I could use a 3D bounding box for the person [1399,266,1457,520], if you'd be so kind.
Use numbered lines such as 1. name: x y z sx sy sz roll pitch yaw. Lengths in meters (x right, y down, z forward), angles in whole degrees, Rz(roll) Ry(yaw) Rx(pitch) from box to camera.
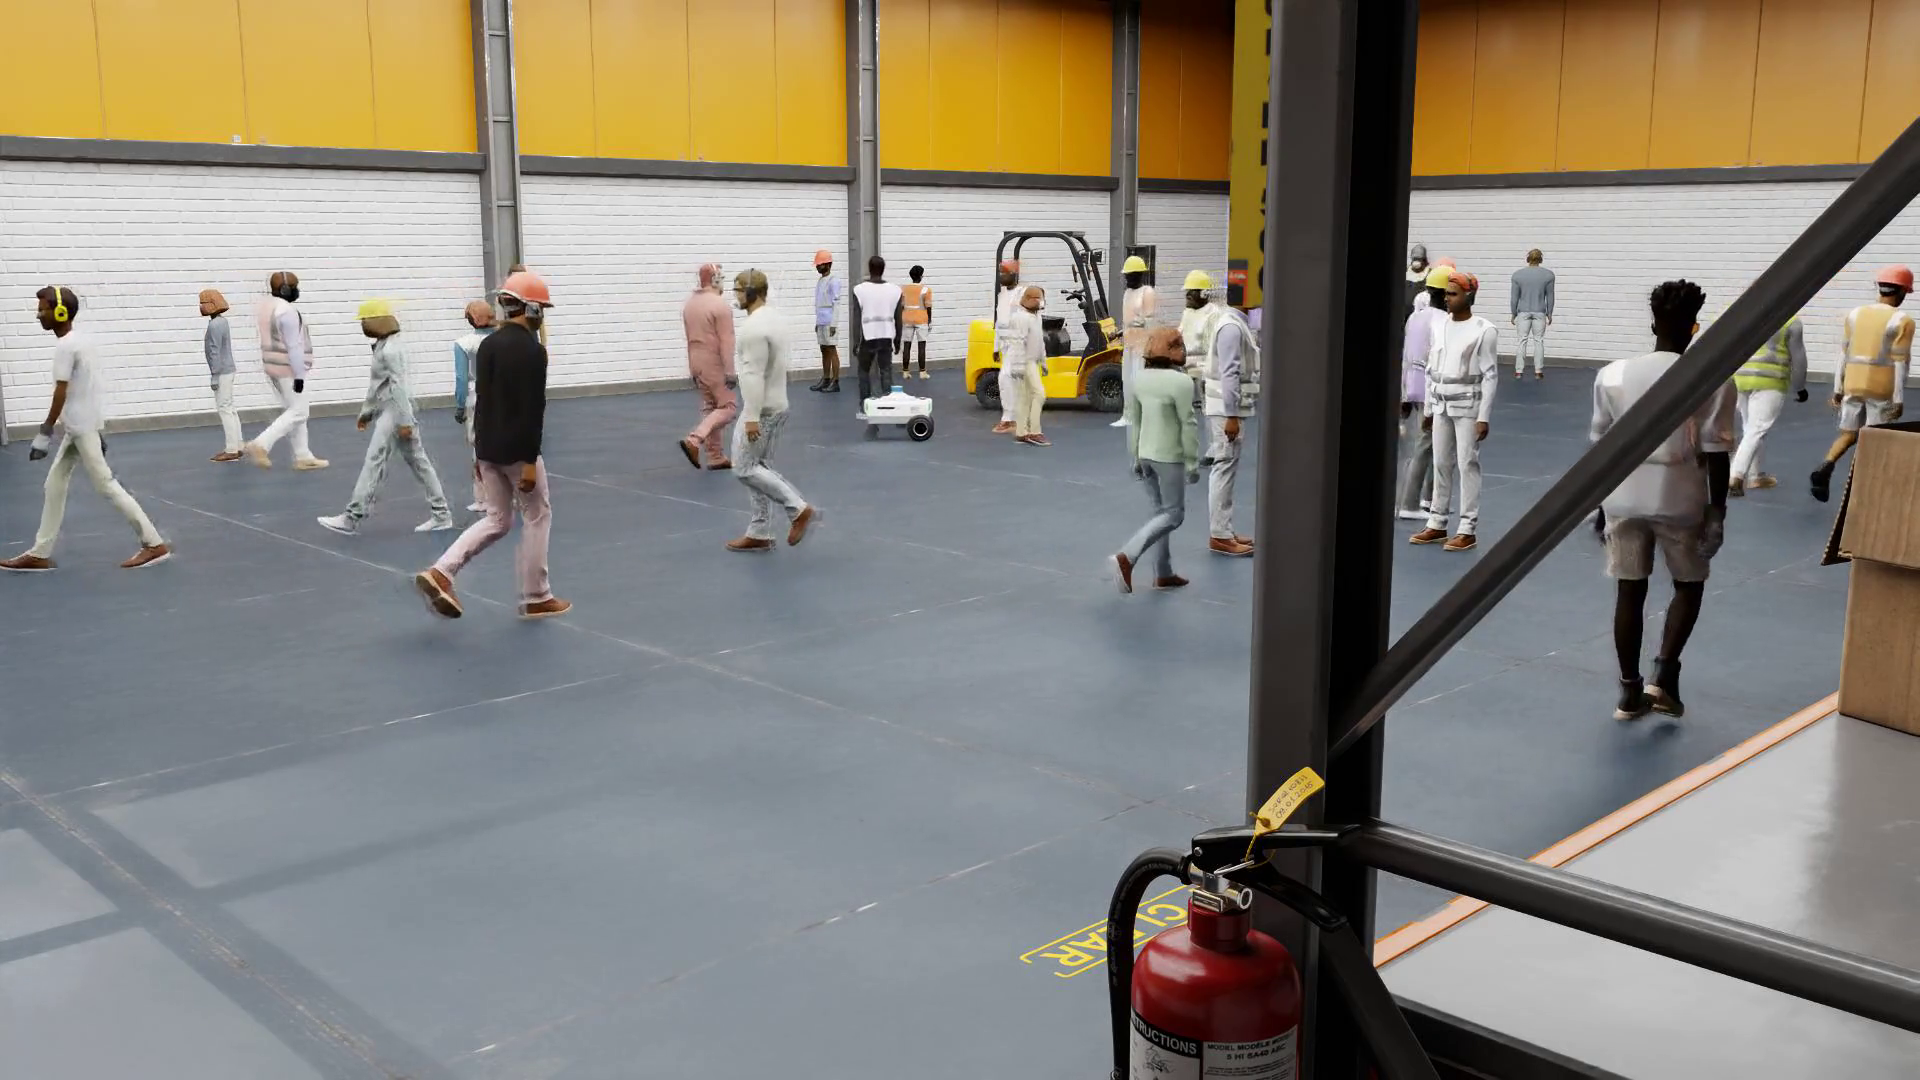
1. person: 3.597 -1.089 12.469 0.685 1.904 0.606 -2 11 -9

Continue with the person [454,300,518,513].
1. person: -3.650 -1.028 12.848 0.513 1.640 0.311 -9 14 -40

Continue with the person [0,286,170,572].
1. person: -5.594 -0.688 10.550 1.000 1.813 0.535 -5 12 -26

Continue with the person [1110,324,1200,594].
1. person: 1.152 -0.468 9.855 0.627 1.611 0.509 -6 12 -31

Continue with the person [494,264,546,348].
1. person: -4.637 -1.985 17.538 0.516 1.829 0.402 -1 10 -5

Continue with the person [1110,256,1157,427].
1. person: 2.032 -2.209 18.560 0.637 1.911 0.592 -4 11 -23

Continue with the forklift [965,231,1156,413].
1. forklift: 1.222 -2.721 20.561 2.313 2.155 1.214 2 11 13

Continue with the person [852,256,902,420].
1. person: -0.970 -2.298 19.088 0.623 1.886 0.812 -4 11 -18

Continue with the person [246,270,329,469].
1. person: -6.108 -1.511 14.990 0.670 1.822 0.628 -9 14 -40

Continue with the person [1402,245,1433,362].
1. person: 6.573 -3.278 24.016 0.712 2.000 1.024 5 12 27

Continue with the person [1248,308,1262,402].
1. person: 3.725 -2.761 21.202 0.439 2.030 0.621 7 13 34

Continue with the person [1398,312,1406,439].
1. person: 4.213 -1.835 16.828 0.647 1.786 0.956 8 13 36

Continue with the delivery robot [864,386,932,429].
1. delivery robot: -0.650 -1.369 17.410 0.707 0.478 0.477 0 10 -1

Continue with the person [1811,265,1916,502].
1. person: 6.973 -1.151 12.790 0.645 1.906 0.593 -6 12 -28

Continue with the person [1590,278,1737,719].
1. person: 3.054 -0.161 7.279 0.606 1.951 0.411 7 13 35

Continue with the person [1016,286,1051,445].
1. person: 0.803 -1.768 16.910 0.557 1.613 0.523 4 11 20

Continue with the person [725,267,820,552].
1. person: -1.280 -0.848 11.087 0.555 1.923 0.650 0 10 0

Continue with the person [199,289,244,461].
1. person: -7.016 -1.558 15.778 0.279 1.624 0.494 -3 11 -17

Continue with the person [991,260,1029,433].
1. person: 0.487 -2.075 17.934 0.693 1.862 0.598 -6 12 -28

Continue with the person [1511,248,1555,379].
1. person: 8.513 -3.365 24.771 0.632 1.940 0.372 3 11 18

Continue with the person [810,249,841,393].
1. person: -1.833 -2.976 22.653 0.364 1.938 0.543 -6 12 -30

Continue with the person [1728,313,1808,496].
1. person: 6.587 -1.268 13.729 0.927 1.806 0.622 -7 12 -32

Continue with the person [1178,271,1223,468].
1. person: 2.060 -1.528 15.113 0.821 1.801 0.621 -5 12 -27

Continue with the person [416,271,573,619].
1. person: -2.553 -0.487 9.091 0.621 1.949 0.822 9 14 41

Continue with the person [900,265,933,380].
1. person: -0.653 -3.219 24.656 0.534 1.691 0.318 3 11 17

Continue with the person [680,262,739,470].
1. person: -2.260 -1.546 14.976 0.592 1.892 0.661 -8 13 -37

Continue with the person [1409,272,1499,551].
1. person: 3.373 -0.867 11.302 0.362 1.883 0.575 -6 12 -29

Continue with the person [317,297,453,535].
1. person: -4.102 -0.869 11.833 0.932 1.689 0.484 -4 11 -19

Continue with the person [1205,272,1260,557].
1. person: 1.843 -0.874 11.163 0.405 1.948 0.605 2 11 12

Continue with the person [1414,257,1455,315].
1. person: 4.868 -1.901 16.864 0.568 1.903 0.830 3 11 16
